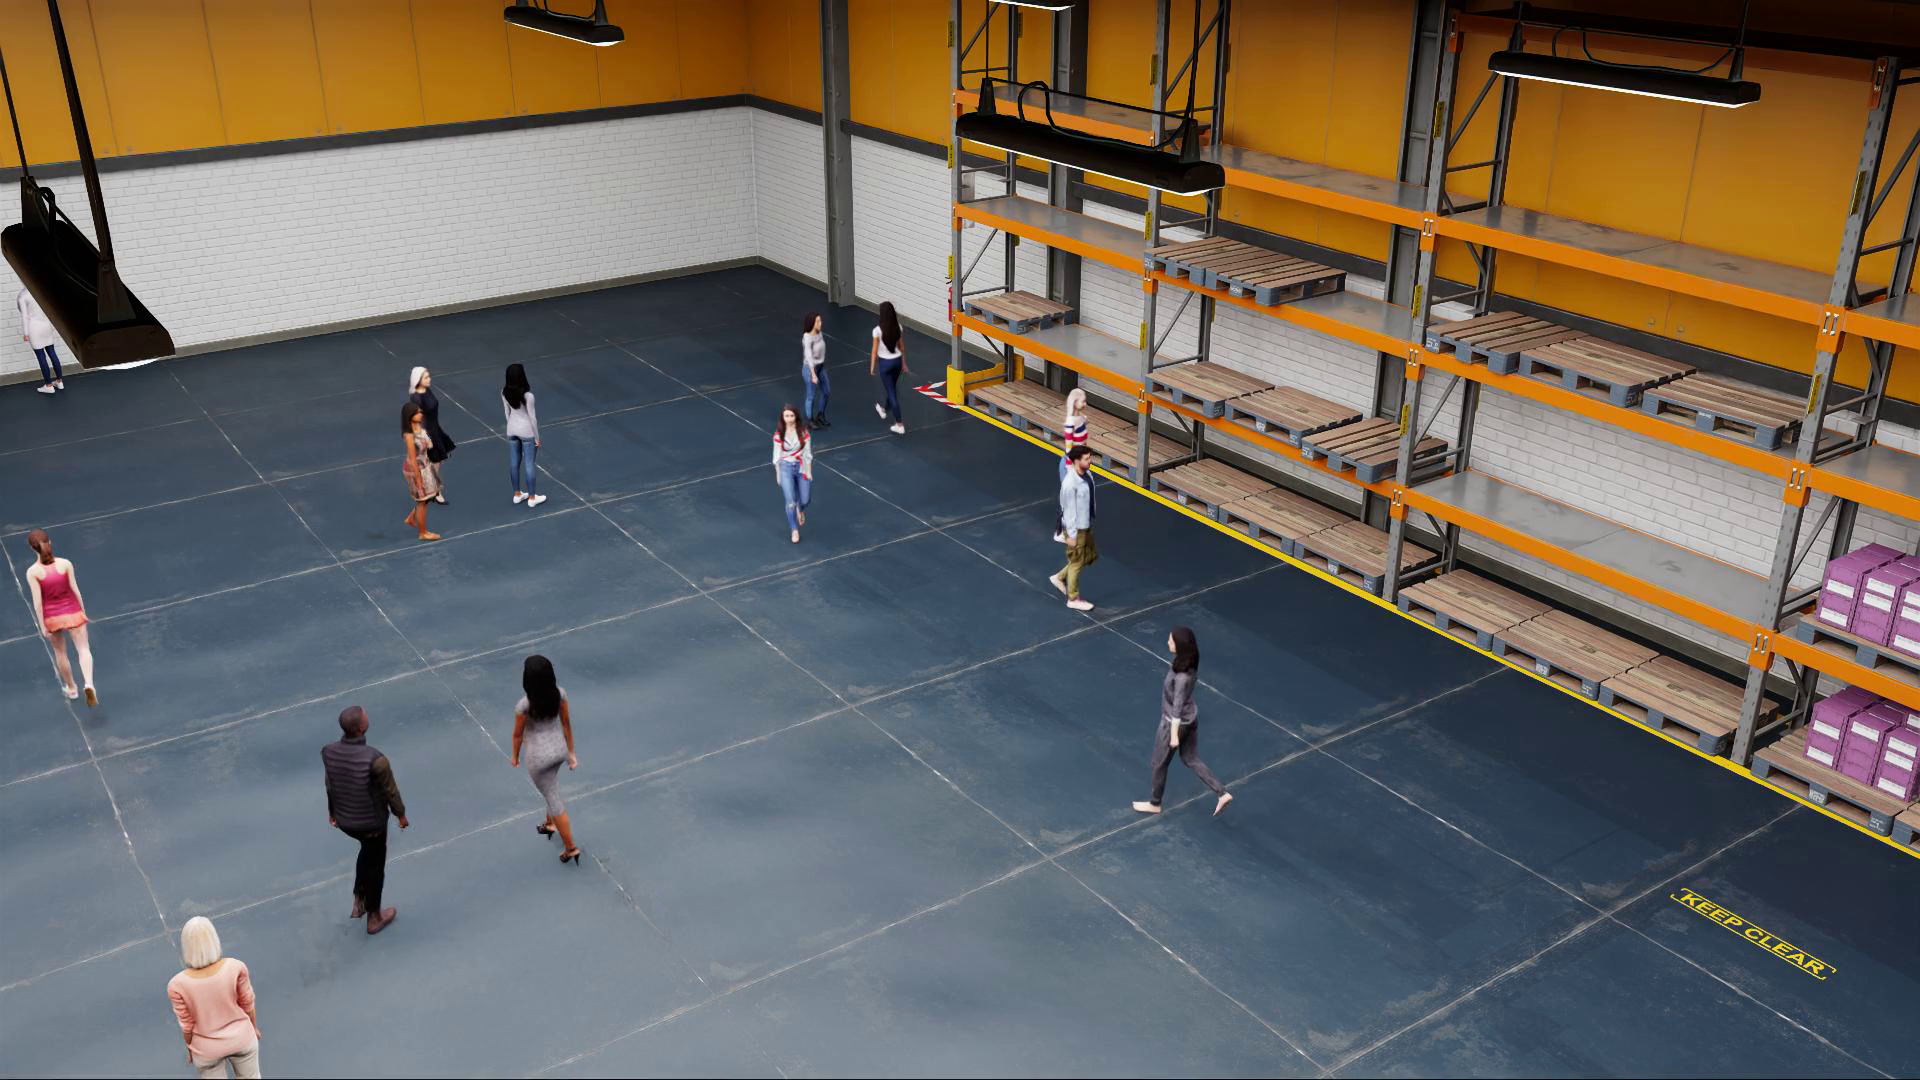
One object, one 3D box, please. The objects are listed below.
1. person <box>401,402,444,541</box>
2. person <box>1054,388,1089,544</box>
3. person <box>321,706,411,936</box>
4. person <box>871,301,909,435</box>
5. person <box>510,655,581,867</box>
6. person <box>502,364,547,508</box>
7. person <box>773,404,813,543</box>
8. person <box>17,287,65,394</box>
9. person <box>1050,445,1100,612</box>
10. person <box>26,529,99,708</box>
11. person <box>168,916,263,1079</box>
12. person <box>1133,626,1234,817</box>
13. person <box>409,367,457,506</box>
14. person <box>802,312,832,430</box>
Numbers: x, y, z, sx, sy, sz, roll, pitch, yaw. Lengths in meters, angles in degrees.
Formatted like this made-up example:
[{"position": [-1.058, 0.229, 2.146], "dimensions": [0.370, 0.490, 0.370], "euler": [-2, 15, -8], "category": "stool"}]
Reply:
[{"position": [-6.188, -0.771, 18.750], "dimensions": [0.869, 1.637, 0.795], "euler": [-2, 24, -5], "category": "person"}, {"position": [1.253, -0.851, 18.724], "dimensions": [0.724, 1.804, 0.727], "euler": [10, 25, 21], "category": "person"}, {"position": [-4.370, 2.067, 12.023], "dimensions": [0.792, 1.825, 0.892], "euler": [8, 25, 17], "category": "person"}, {"position": [-0.869, -2.247, 21.998], "dimensions": [0.611, 1.740, 1.039], "euler": [-15, 28, -31], "category": "person"}, {"position": [-3.131, 1.747, 12.839], "dimensions": [0.924, 1.756, 0.697], "euler": [20, 30, 37], "category": "person"}, {"position": [-5.215, -1.254, 19.732], "dimensions": [0.633, 1.735, 0.737], "euler": [9, 25, 21], "category": "person"}, {"position": [-1.879, -0.793, 18.839], "dimensions": [0.787, 1.606, 0.879], "euler": [-2, 24, -6], "category": "person"}, {"position": [-13.074, -2.979, 23.627], "dimensions": [0.705, 1.775, 0.689], "euler": [9, 25, 20], "category": "person"}, {"position": [1.138, -0.144, 17.105], "dimensions": [0.929, 1.805, 0.870], "euler": [10, 26, 22], "category": "person"}, {"position": [-8.172, 0.740, 15.171], "dimensions": [0.582, 1.734, 0.994], "euler": [-15, 28, -31], "category": "person"}, {"position": [-4.440, 3.002, 10.007], "dimensions": [0.605, 1.725, 0.528], "euler": [-14, 27, -29], "category": "person"}, {"position": [1.854, 1.501, 13.428], "dimensions": [1.131, 1.737, 0.928], "euler": [10, 26, 22], "category": "person"}, {"position": [-6.347, -1.215, 19.647], "dimensions": [0.870, 1.731, 0.822], "euler": [-1, 24, -1], "category": "person"}, {"position": [-2.013, -2.248, 22.151], "dimensions": [0.709, 1.618, 0.705], "euler": [12, 26, 25], "category": "person"}]
